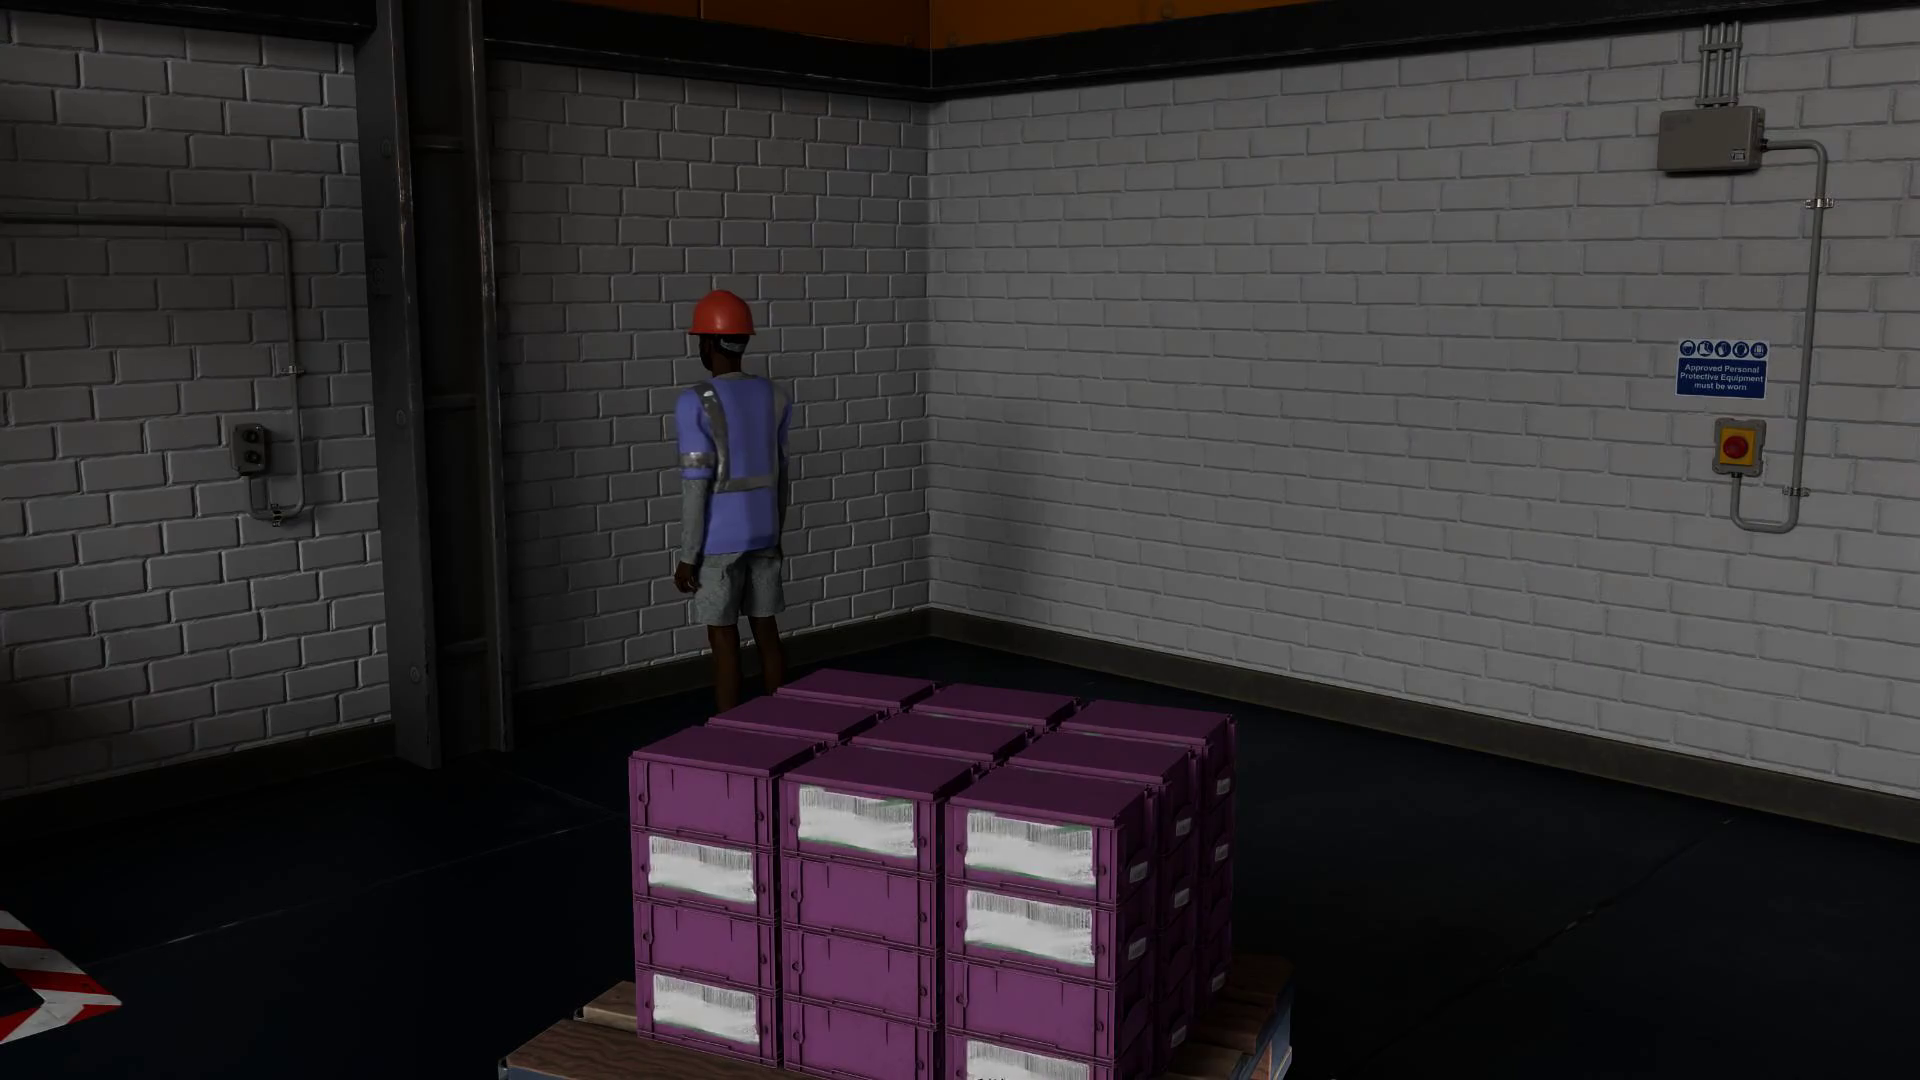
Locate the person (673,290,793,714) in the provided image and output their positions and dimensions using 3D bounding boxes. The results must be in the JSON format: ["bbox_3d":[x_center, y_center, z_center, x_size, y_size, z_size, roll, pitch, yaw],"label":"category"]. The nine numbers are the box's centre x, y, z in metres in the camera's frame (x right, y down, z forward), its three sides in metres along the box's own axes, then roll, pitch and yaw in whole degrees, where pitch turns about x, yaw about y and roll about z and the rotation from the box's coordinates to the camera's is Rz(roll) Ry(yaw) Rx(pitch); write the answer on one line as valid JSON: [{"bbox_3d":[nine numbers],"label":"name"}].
[{"bbox_3d":[-0.912,-0.012,6.595,0.370,1.939,0.543,8,12,42],"label":"person"}]
